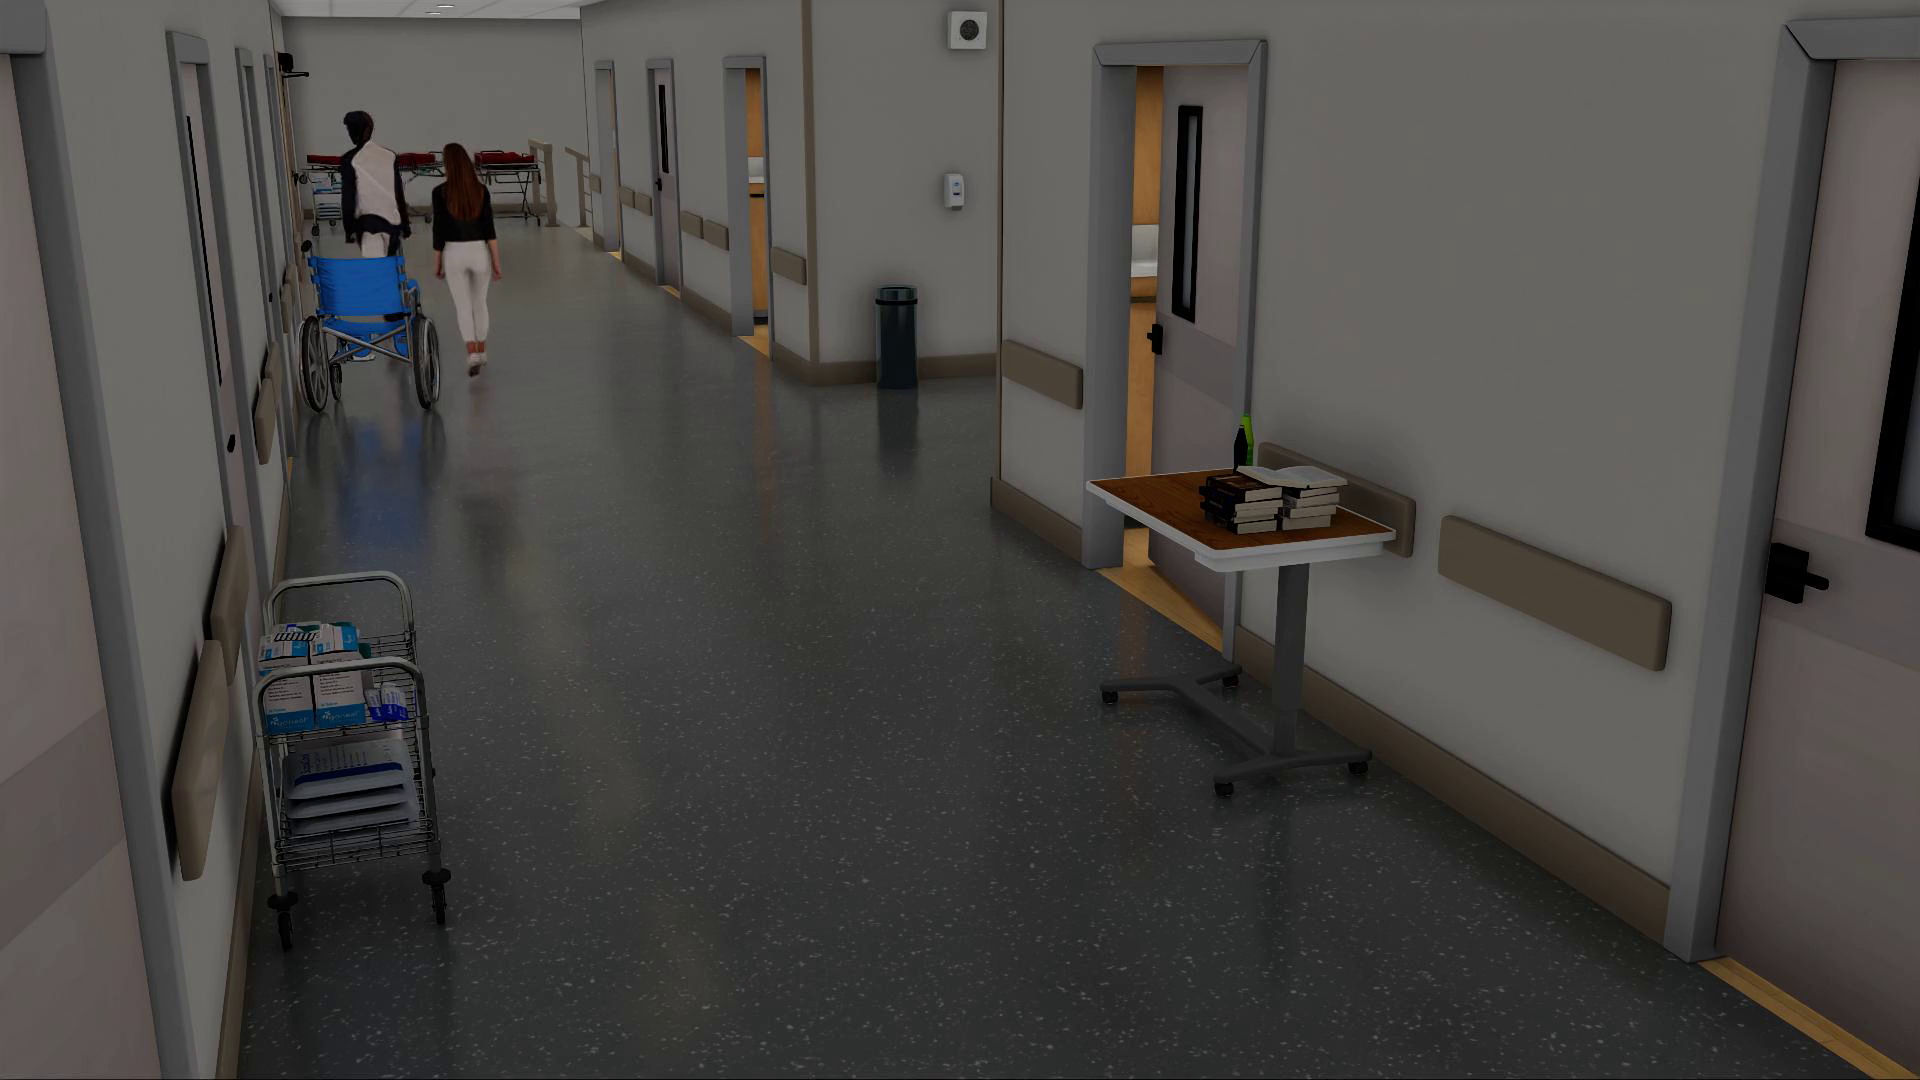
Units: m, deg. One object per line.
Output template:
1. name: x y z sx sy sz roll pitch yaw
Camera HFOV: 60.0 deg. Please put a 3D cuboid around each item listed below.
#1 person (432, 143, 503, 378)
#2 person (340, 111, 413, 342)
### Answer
1. person: -3.605 -2.014 12.168 0.663 1.663 1.124 -7 17 -23
2. person: -4.796 -2.584 13.797 0.820 1.876 0.817 -14 21 -41
